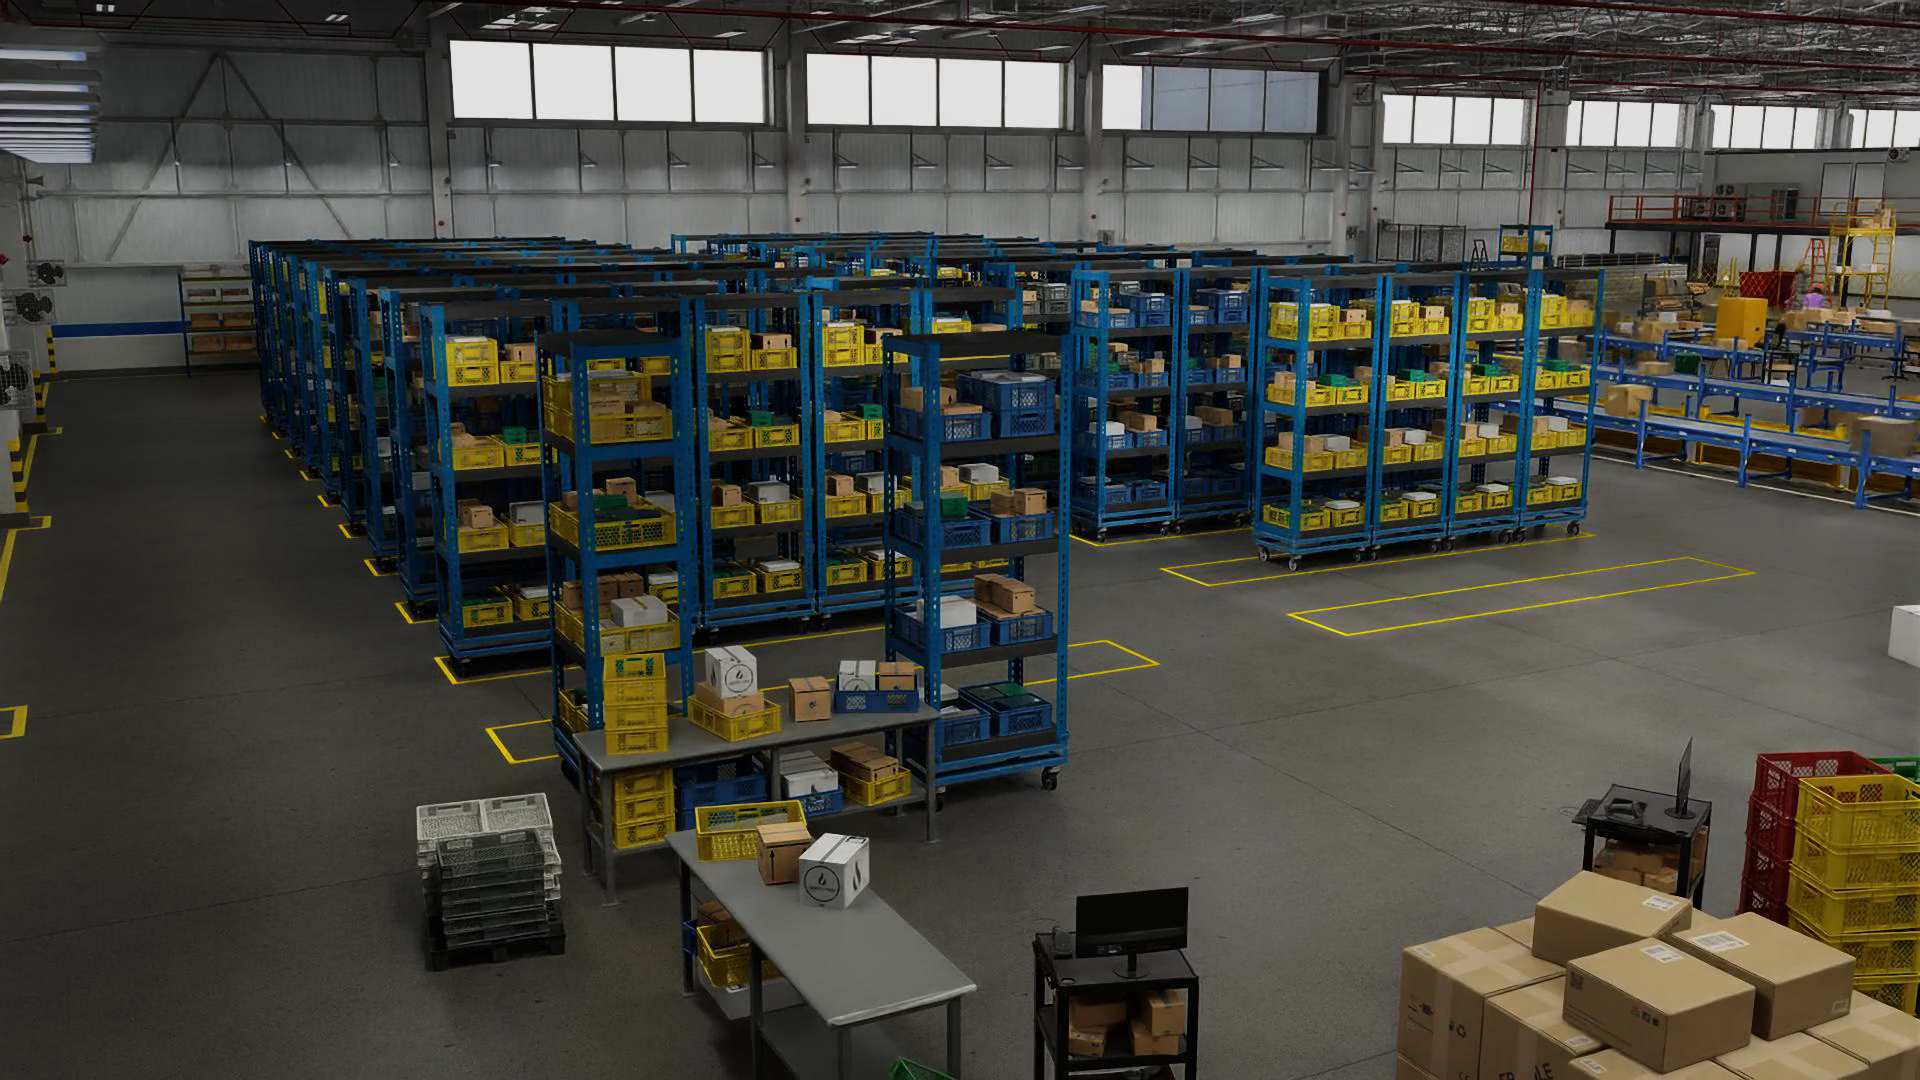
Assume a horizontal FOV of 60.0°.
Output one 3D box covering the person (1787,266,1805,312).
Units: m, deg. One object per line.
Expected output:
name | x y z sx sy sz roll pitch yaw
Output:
person | 31.348 -9.390 62.192 0.487 1.703 0.856 -6 13 -26

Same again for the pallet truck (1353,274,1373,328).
pallet truck | 13.011 -8.050 55.243 0.823 1.965 1.885 -7 14 -28

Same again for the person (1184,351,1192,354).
person | 5.727 -4.960 41.414 0.524 1.733 0.862 8 14 32

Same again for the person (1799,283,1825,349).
person | 24.749 -6.527 48.383 0.646 1.882 0.799 5 13 21
